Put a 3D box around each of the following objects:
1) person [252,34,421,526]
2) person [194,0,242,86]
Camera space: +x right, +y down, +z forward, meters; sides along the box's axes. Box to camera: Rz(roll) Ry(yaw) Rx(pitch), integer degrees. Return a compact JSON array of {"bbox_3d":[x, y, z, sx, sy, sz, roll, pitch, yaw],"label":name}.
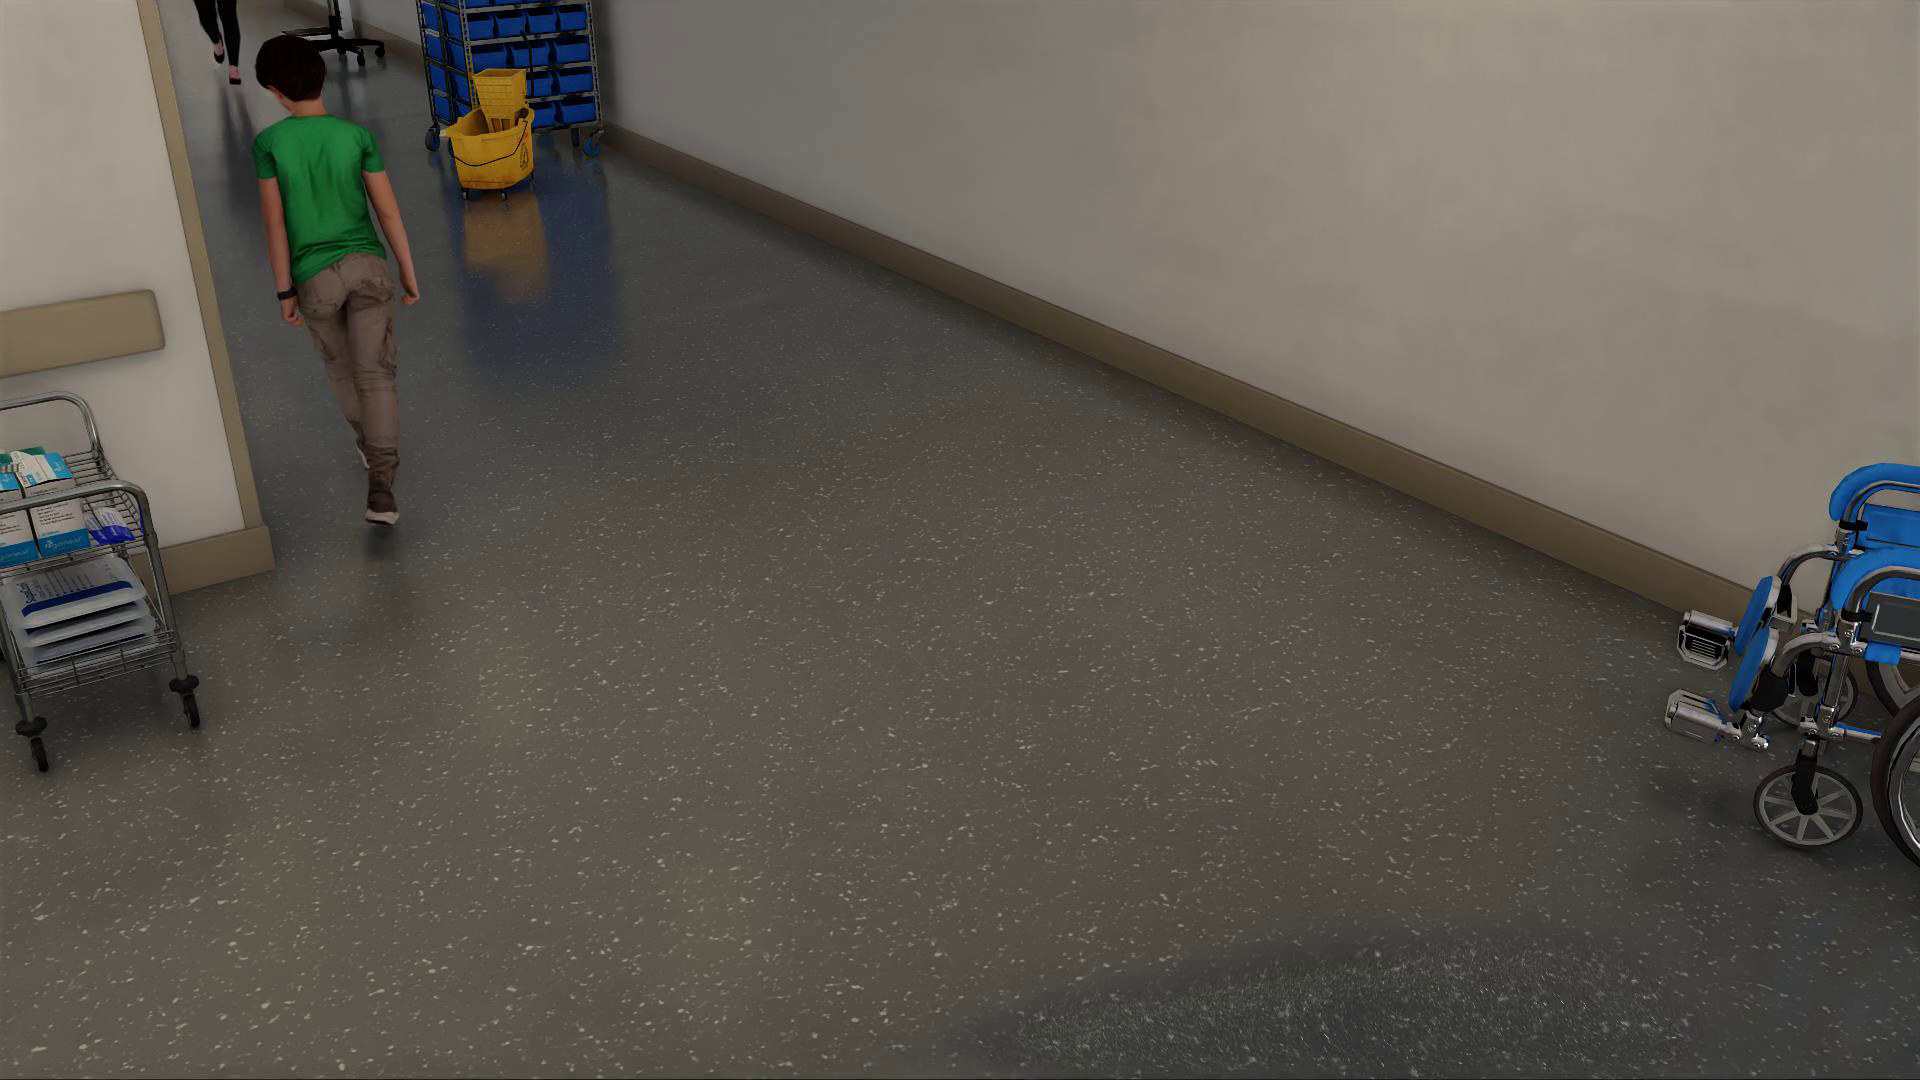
[{"bbox_3d":[-2.058,-0.814,5.579,1.170,1.603,0.896,-8,27,-17],"label":"person"},{"bbox_3d":[-5.845,-4.430,12.998,0.837,1.672,0.776,-12,28,-23],"label":"person"}]
